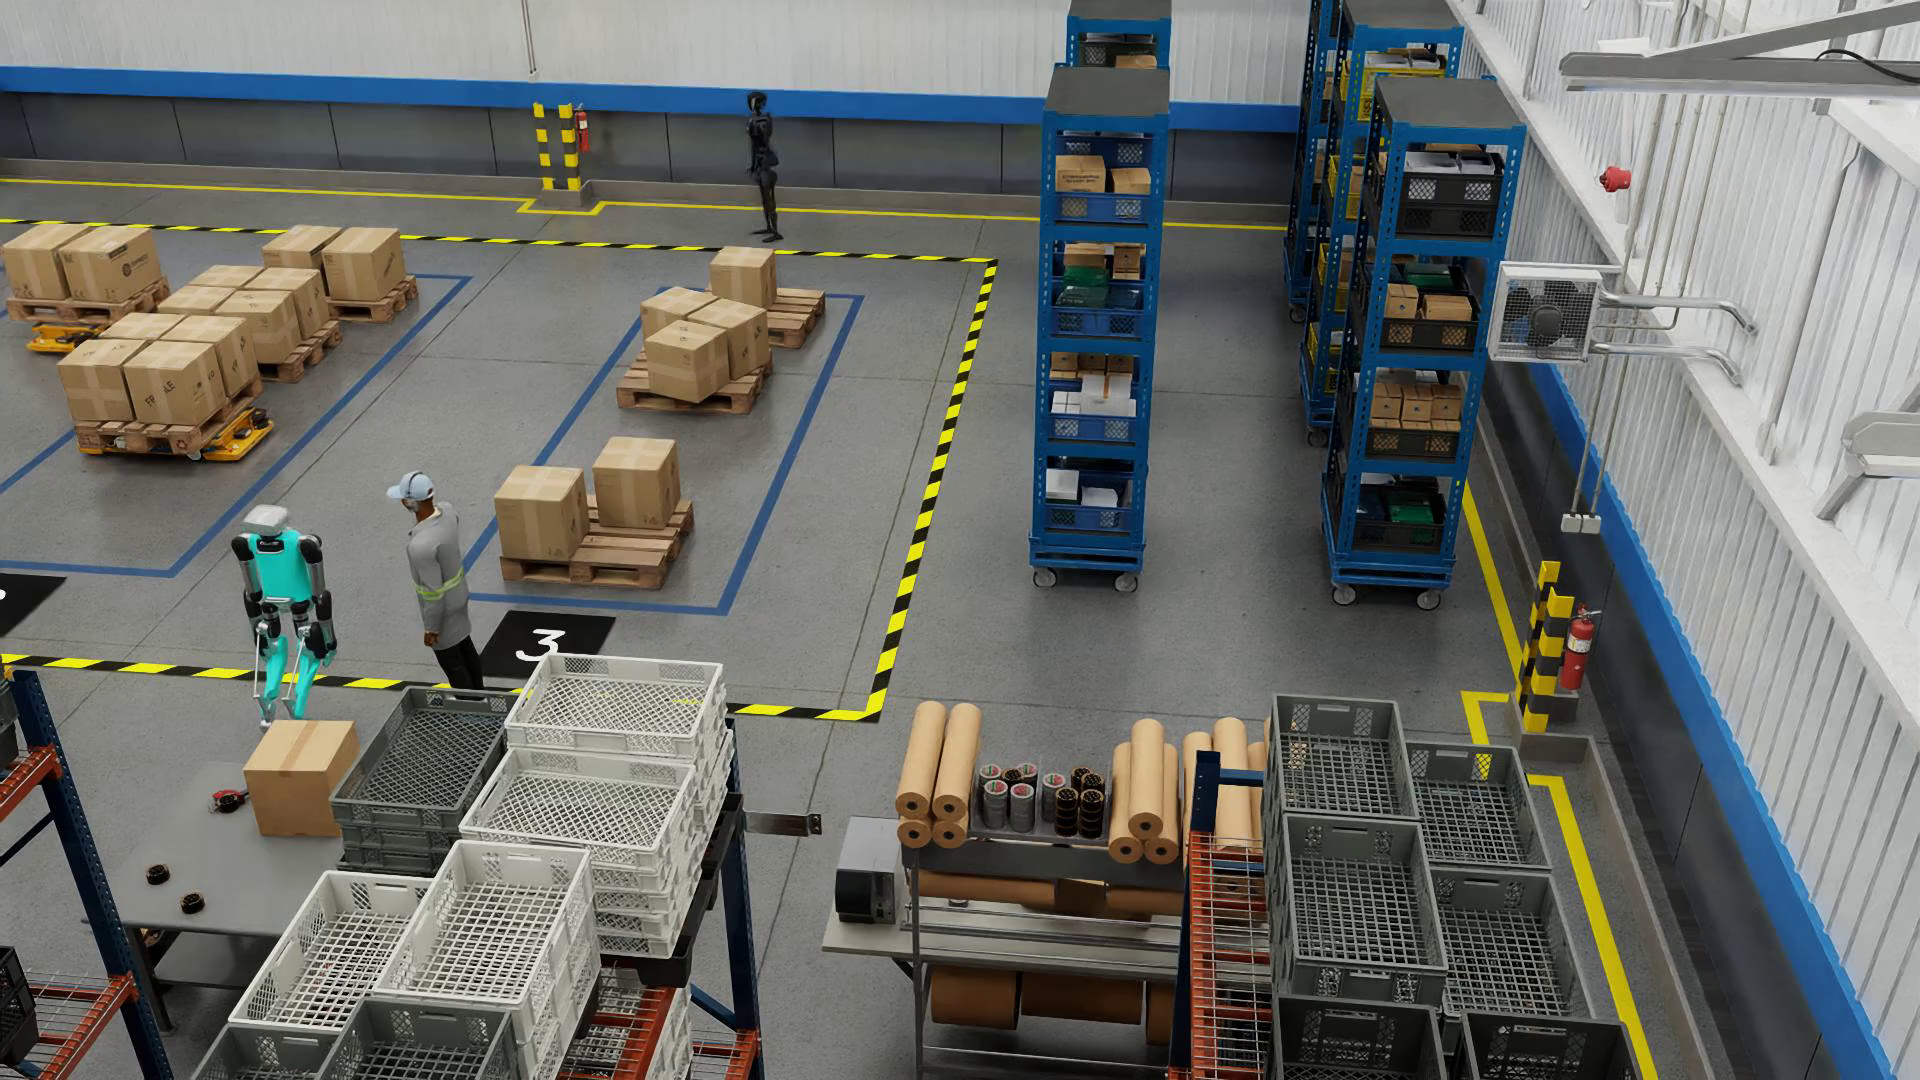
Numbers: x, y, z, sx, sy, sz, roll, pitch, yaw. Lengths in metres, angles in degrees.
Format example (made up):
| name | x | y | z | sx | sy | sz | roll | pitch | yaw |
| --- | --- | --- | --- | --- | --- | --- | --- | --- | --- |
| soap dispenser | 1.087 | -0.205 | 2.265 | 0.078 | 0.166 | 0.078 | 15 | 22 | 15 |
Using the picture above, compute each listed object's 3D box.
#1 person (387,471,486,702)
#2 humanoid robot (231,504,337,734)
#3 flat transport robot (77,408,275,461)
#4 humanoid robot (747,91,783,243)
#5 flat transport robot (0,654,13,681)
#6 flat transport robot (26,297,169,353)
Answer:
| name | x | y | z | sx | sy | sz | roll | pitch | yaw |
| --- | --- | --- | --- | --- | --- | --- | --- | --- | --- |
| person | -3.271 | 0.396 | 10.420 | 0.385 | 1.850 | 0.598 | 0 | 30 | 0 |
| humanoid robot | -4.067 | 0.661 | 9.945 | 0.533 | 1.677 | 0.735 | 3 | 30 | 5 |
| flat transport robot | -6.728 | -0.944 | 14.268 | 1.431 | 0.197 | 0.652 | 3 | 30 | 6 |
| humanoid robot | -2.168 | -4.124 | 18.342 | 0.315 | 1.657 | 0.599 | -10 | 32 | -17 |
| flat transport robot | -7.142 | 0.969 | 11.010 | 1.431 | 0.231 | 0.659 | 3 | 30 | 6 |
| flat transport robot | -8.535 | -2.228 | 16.472 | 0.652 | 0.197 | 1.431 | 3 | 30 | 6 |
